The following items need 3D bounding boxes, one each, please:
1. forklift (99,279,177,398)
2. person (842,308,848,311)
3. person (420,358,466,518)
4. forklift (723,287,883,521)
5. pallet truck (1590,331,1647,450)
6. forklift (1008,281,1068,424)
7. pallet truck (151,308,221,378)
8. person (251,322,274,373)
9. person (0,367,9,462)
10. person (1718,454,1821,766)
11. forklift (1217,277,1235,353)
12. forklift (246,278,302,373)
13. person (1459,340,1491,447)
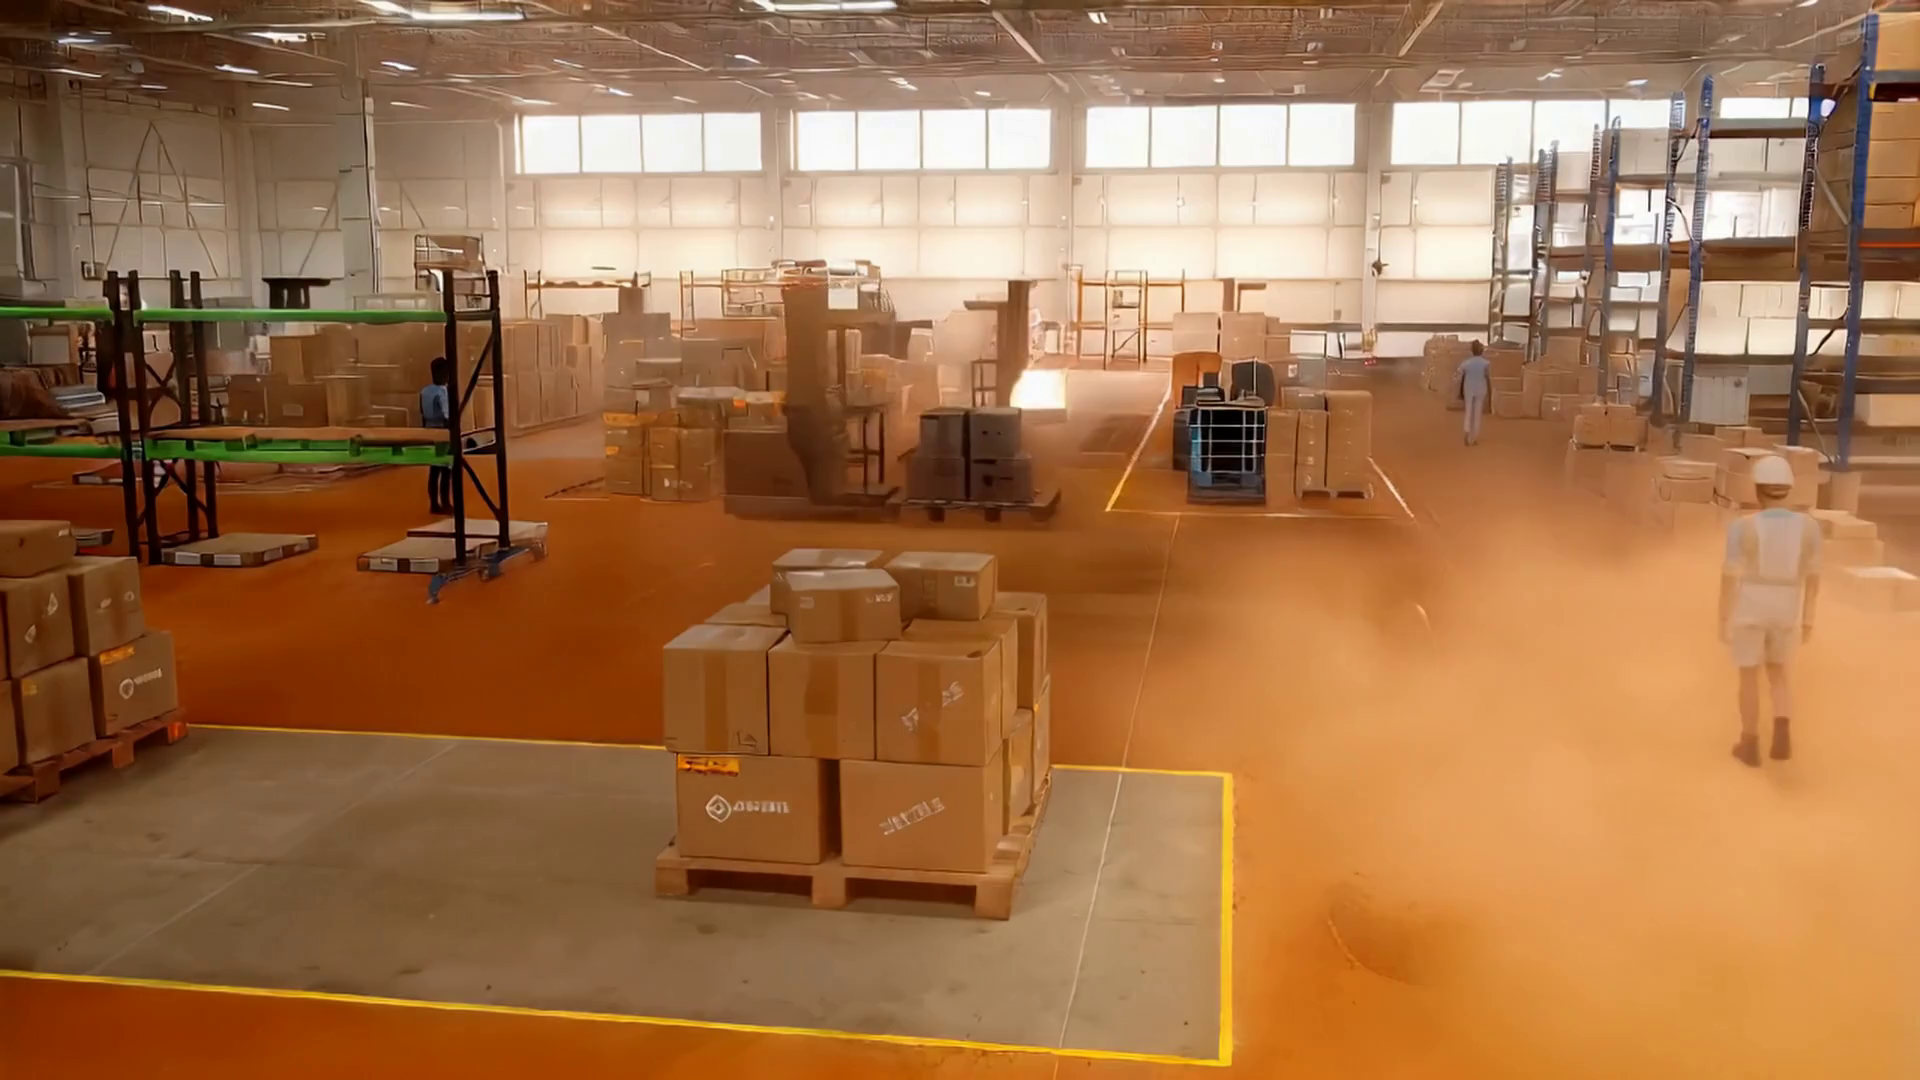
[{"bbox_3d":[-19.606,-4.720,39.027,1.873,2.768,1.129,1,9,9],"label":"forklift"},{"bbox_3d":[-3.441,-6.050,50.199,0.640,1.915,0.803,0,9,2],"label":"person"},{"bbox_3d":[-6.371,-1.249,20.428,0.613,1.962,0.361,8,12,41],"label":"person"},{"bbox_3d":[-1.886,-1.691,20.345,1.873,2.768,1.129,1,9,9],"label":"forklift"},{"bbox_3d":[11.253,-2.573,28.499,0.823,1.965,1.885,5,10,27],"label":"pallet truck"},{"bbox_3d":[1.189,-3.753,33.060,1.873,2.768,1.129,1,9,9],"label":"forklift"},{"bbox_3d":[-21.869,-5.598,47.154,0.823,1.965,1.885,4,10,26],"label":"pallet truck"},{"bbox_3d":[-15.762,-4.005,37.733,0.585,1.868,0.644,-3,10,-20],"label":"person"},{"bbox_3d":[-15.286,-2.117,26.198,0.501,1.830,0.426,2,9,13],"label":"person"},{"bbox_3d":[4.903,0.440,10.126,0.564,1.927,0.423,1,9,5],"label":"person"},{"bbox_3d":[7.776,-6.235,48.370,1.873,2.768,1.129,1,9,9],"label":"forklift"},{"bbox_3d":[-17.320,-5.332,42.802,1.873,2.768,1.129,2,9,13],"label":"forklift"},{"bbox_3d":[8.843,-2.504,28.524,0.516,1.855,0.602,4,10,21],"label":"person"}]
